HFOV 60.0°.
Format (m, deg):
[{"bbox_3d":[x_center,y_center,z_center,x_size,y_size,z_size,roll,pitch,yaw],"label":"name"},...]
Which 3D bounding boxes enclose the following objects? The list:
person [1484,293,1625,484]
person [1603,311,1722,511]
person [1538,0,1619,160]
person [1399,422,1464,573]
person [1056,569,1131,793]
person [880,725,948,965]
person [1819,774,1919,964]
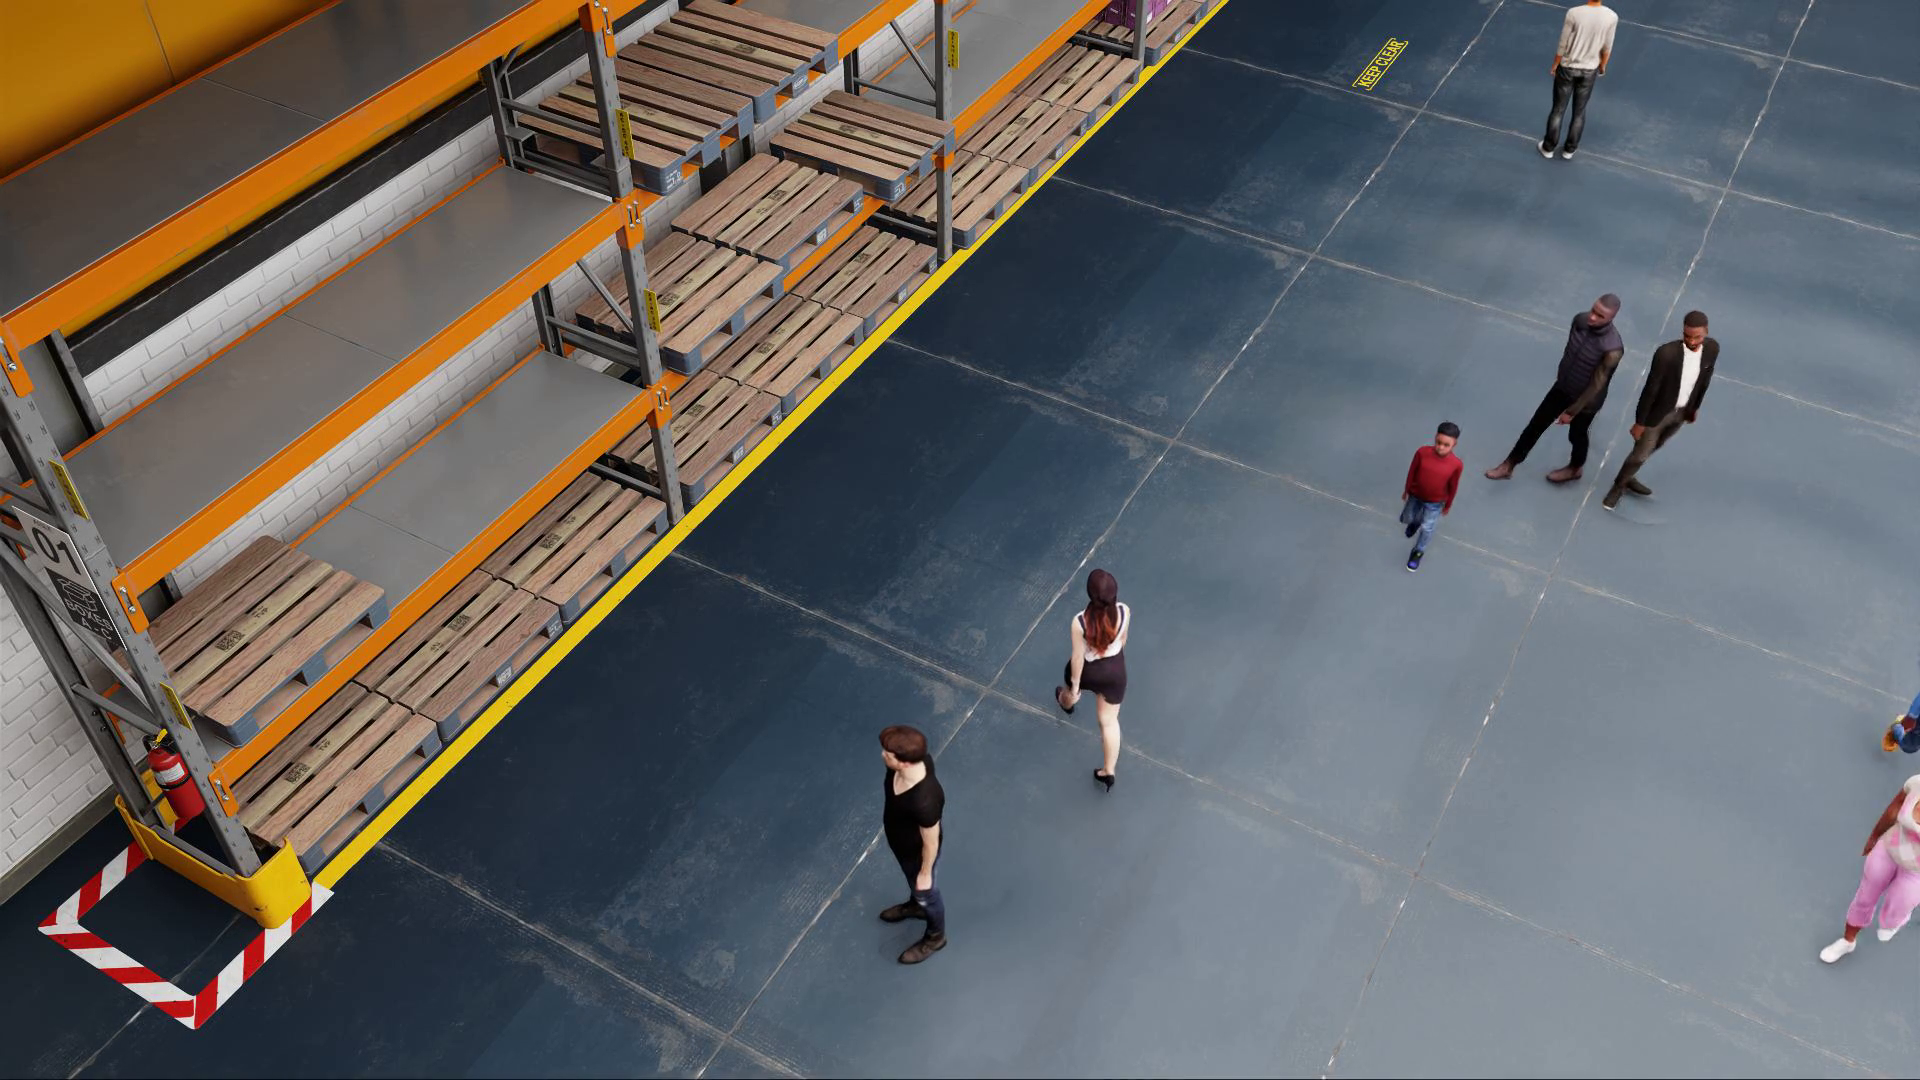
[{"bbox_3d":[4.582,-1.062,12.120,1.170,1.797,1.075,-12,45,-12],"label":"person"},{"bbox_3d":[5.072,-0.945,12.010,0.794,1.779,0.869,-23,48,-23],"label":"person"},{"bbox_3d":[5.828,-4.448,15.664,0.716,1.812,0.667,6,44,6],"label":"person"},{"bbox_3d":[3.337,-0.369,11.791,0.509,1.247,0.657,23,48,23],"label":"person"},{"bbox_3d":[0.876,0.882,10.224,1.077,1.598,1.083,-14,45,-14],"label":"person"},{"bbox_3d":[-0.241,1.658,9.193,0.785,1.895,0.748,-14,45,-15],"label":"person"},{"bbox_3d":[5.279,1.758,9.206,0.898,1.734,0.794,-23,48,-22],"label":"person"}]
